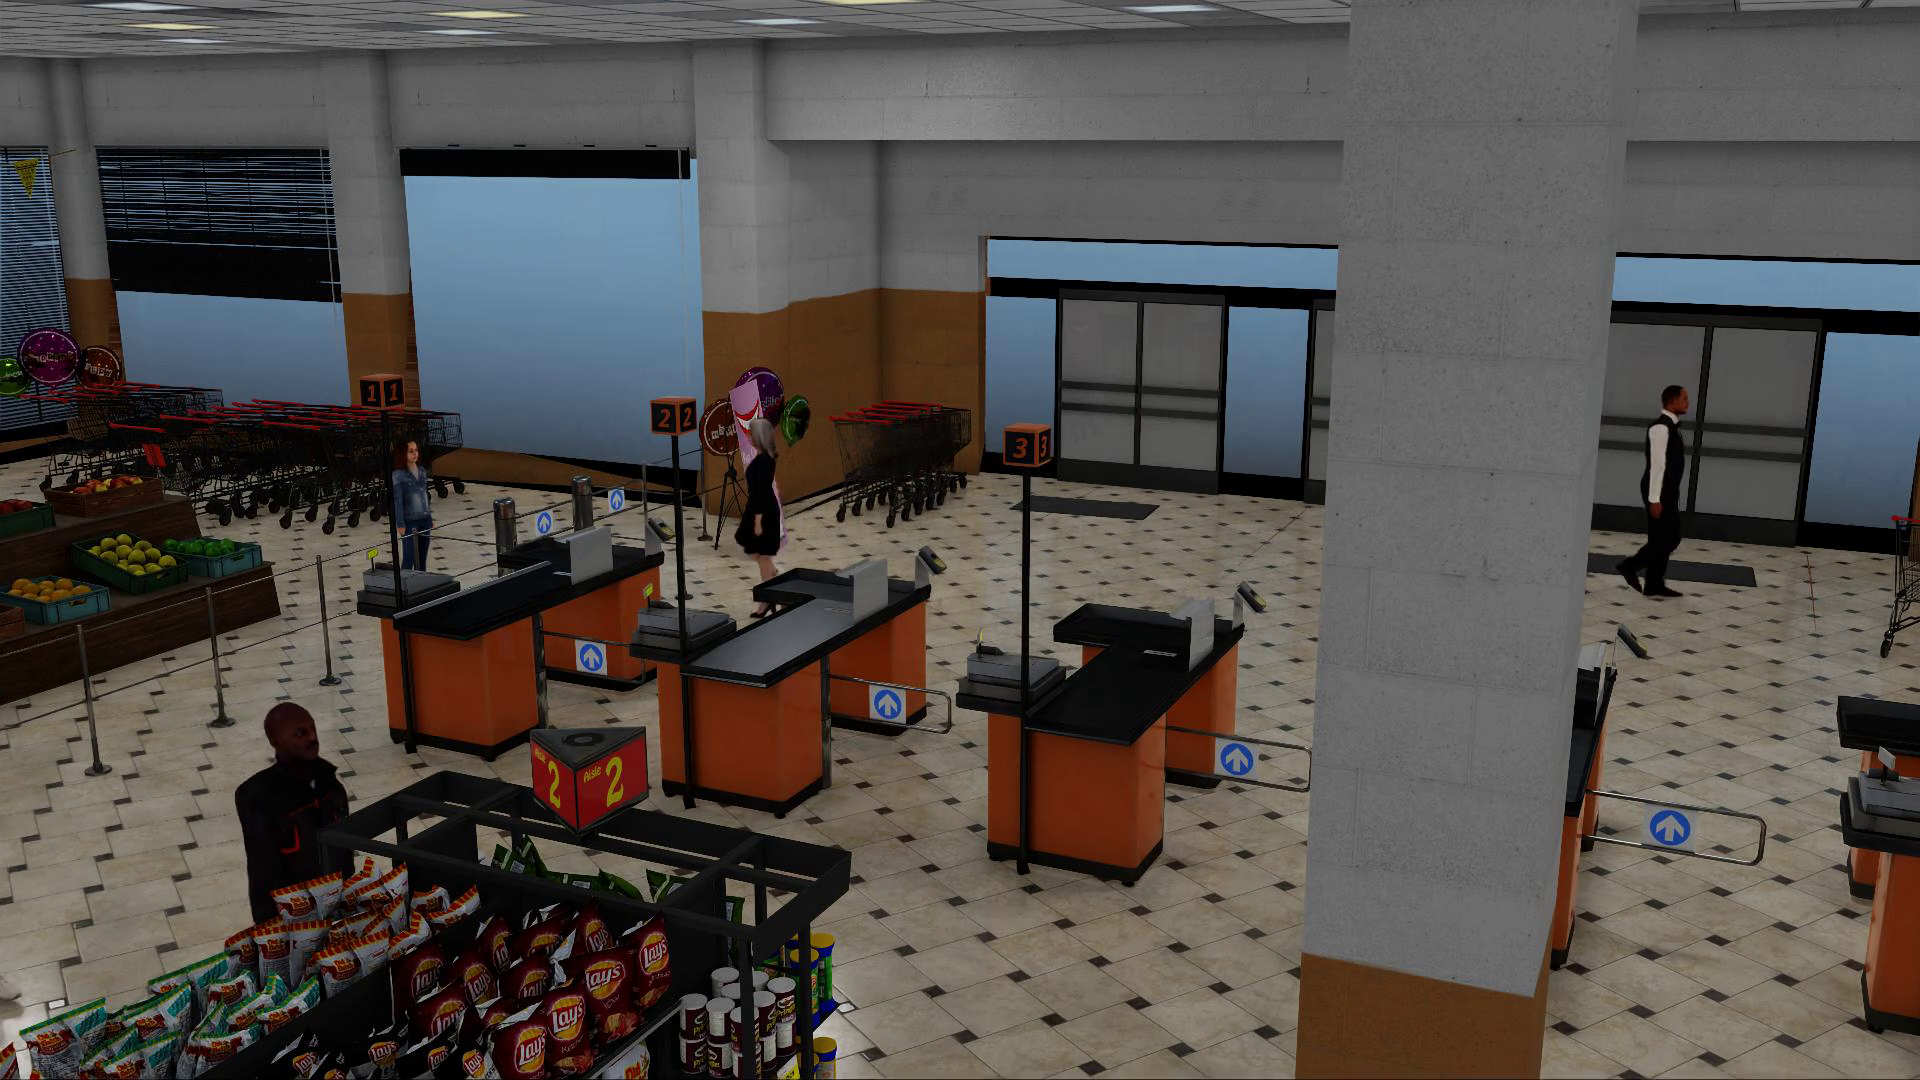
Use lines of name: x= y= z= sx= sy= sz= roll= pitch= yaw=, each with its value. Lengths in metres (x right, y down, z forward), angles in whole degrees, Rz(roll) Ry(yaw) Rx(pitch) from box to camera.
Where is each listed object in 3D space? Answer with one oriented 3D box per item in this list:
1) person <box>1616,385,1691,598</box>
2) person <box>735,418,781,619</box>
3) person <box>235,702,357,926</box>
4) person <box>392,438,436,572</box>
person: x=6.158 y=-0.426 z=14.806 sx=0.803 sy=1.909 sz=0.758 roll=8 pitch=16 yaw=29
person: x=-1.597 y=-0.137 z=14.165 sx=0.862 sy=1.651 sz=0.825 roll=-2 pitch=14 yaw=-6
person: x=-2.805 y=1.549 z=6.921 sx=0.779 sy=1.788 sz=1.170 roll=6 pitch=15 yaw=25
person: x=-4.818 y=-0.171 z=14.673 sx=0.637 sy=1.476 sz=0.436 roll=6 pitch=15 yaw=22
